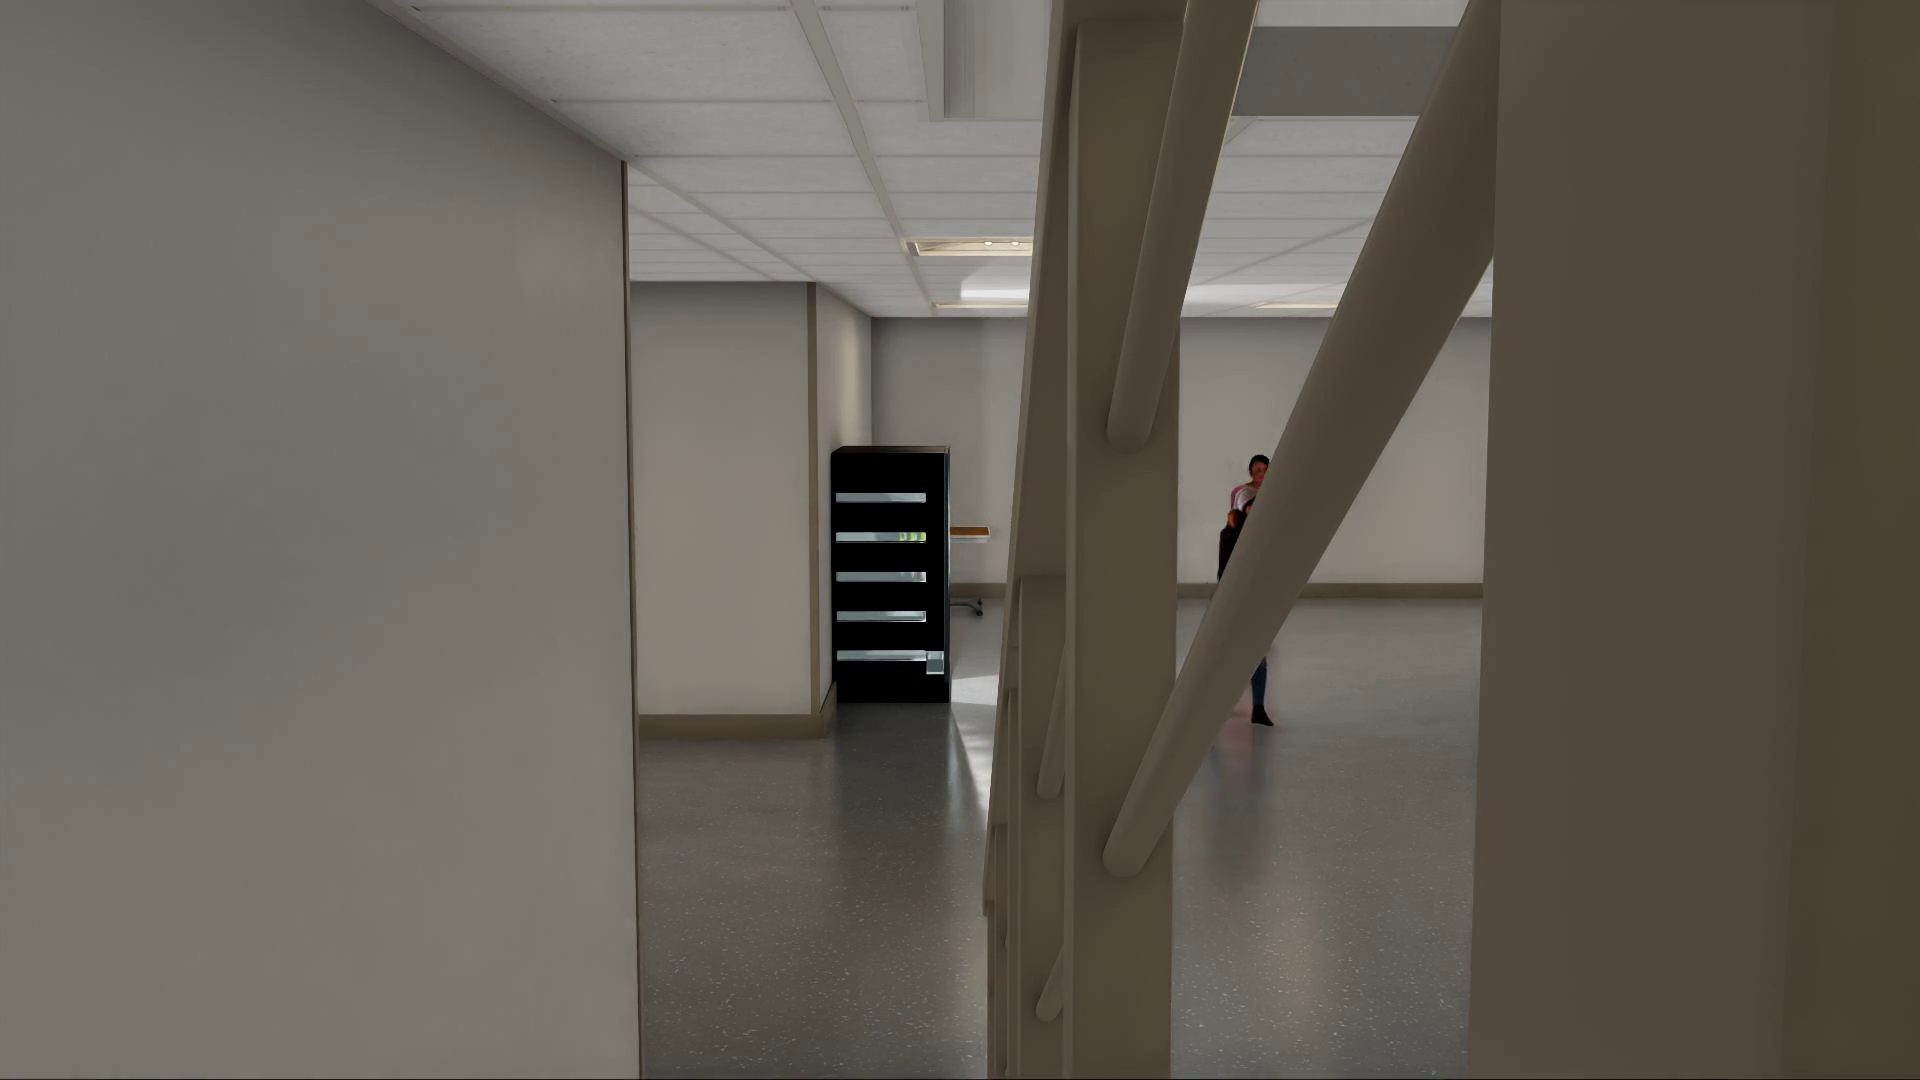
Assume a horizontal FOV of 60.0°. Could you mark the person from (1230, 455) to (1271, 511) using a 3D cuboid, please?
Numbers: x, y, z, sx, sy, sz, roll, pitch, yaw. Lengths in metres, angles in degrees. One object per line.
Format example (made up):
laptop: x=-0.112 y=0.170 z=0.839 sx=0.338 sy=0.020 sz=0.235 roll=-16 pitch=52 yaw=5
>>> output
person: x=2.698 y=0.042 z=15.287 sx=0.763 sy=1.648 sz=1.089 roll=-1 pitch=6 yaw=-12

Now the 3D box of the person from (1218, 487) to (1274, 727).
person: x=1.921 y=0.451 z=11.478 sx=0.785 sy=1.612 sz=1.061 roll=-1 pitch=6 yaw=-14
